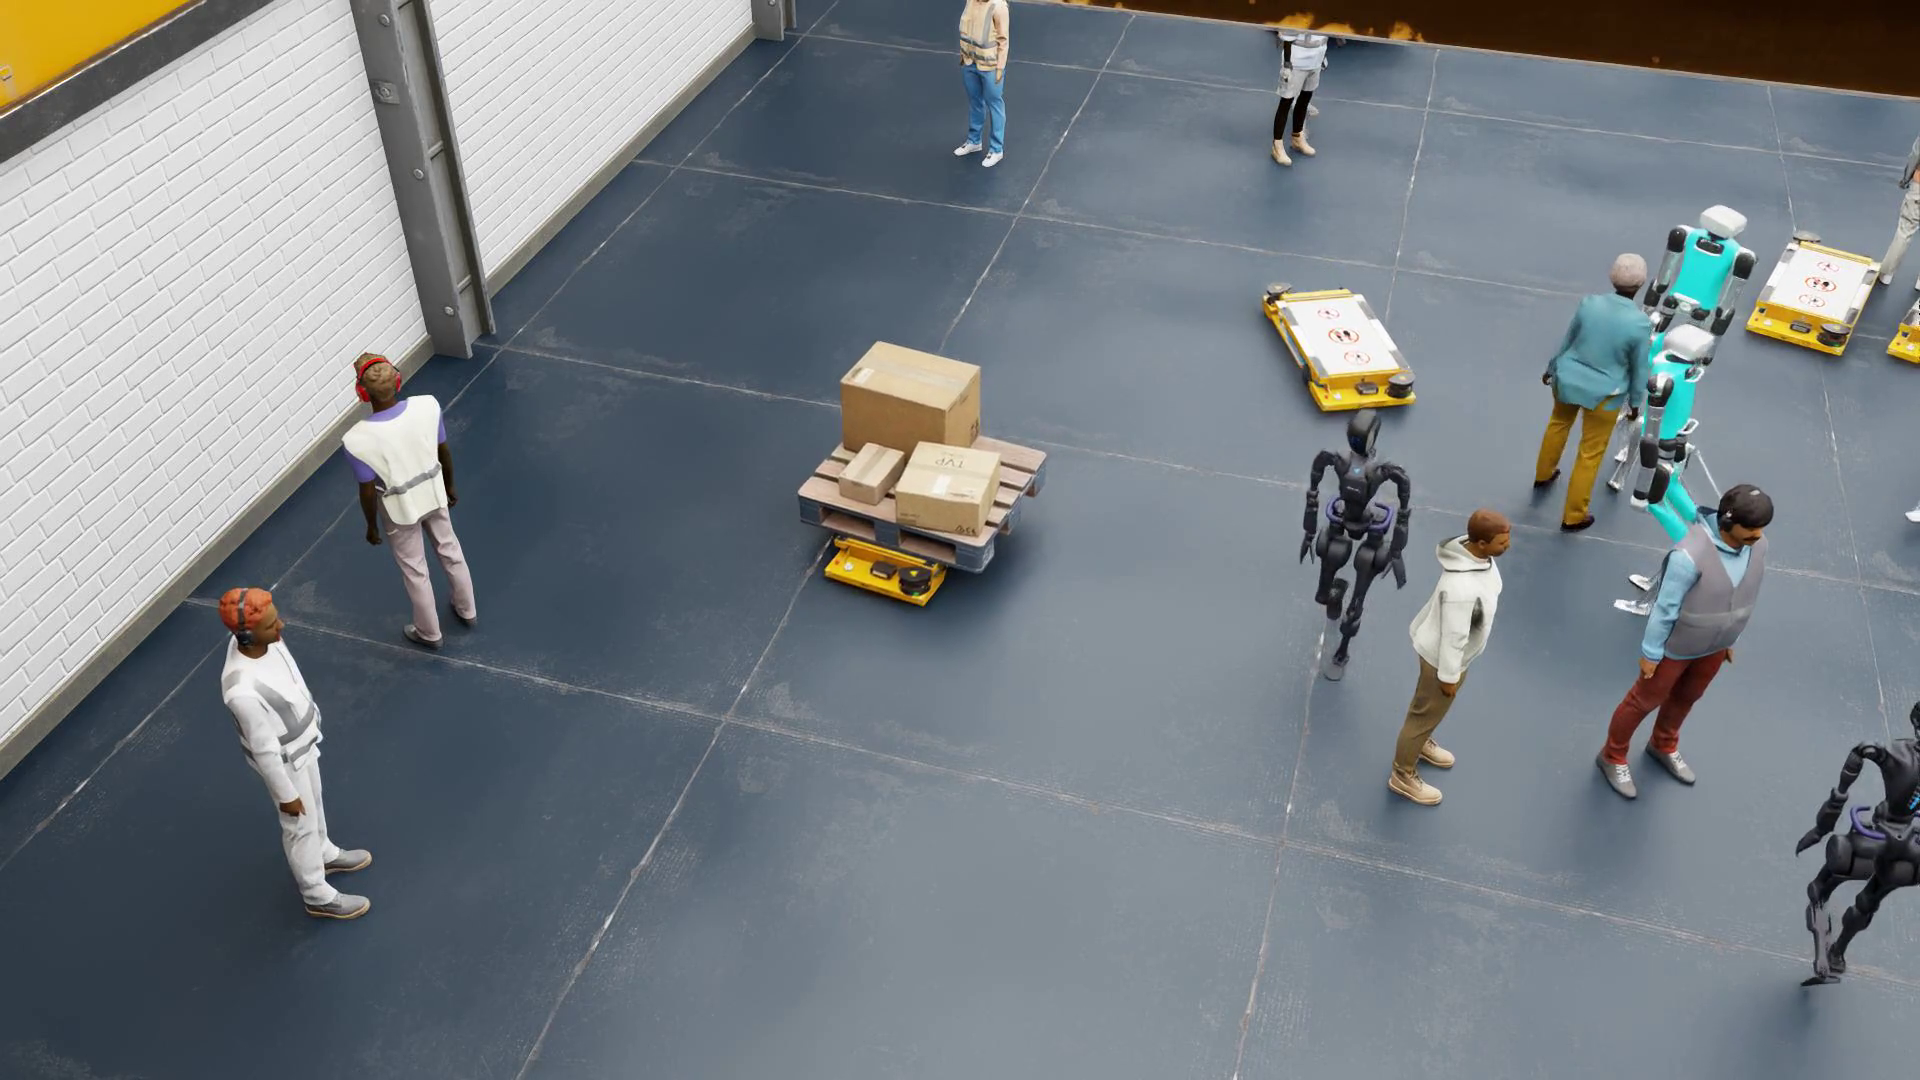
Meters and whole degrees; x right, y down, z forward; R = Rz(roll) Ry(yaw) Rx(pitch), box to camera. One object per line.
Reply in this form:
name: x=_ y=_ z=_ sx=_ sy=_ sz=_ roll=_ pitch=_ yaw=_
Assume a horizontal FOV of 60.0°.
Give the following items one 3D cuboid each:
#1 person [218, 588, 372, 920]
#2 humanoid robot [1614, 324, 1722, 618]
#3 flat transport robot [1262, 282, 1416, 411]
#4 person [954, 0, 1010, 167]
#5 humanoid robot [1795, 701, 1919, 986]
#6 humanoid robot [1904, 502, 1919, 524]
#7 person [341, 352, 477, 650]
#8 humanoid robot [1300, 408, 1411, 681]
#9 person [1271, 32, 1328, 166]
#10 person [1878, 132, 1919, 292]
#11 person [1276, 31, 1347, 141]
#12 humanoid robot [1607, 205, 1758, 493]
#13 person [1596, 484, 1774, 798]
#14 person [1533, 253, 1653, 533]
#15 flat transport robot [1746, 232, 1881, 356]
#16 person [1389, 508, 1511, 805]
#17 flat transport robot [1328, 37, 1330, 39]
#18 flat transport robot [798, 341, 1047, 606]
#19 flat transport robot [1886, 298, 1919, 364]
person: x=-3.033 y=0.960 z=7.522 sx=0.337 sy=1.882 sz=0.583 roll=-8 pitch=39 yaw=-9
humanoid robot: x=4.022 y=-0.321 z=9.200 sx=0.719 sy=1.739 sz=0.534 roll=27 pitch=46 yaw=30
flat transport robot: x=2.655 y=-1.388 z=11.731 sx=0.659 sy=0.231 sz=1.431 roll=-5 pitch=39 yaw=-7
person: x=0.213 y=-3.974 z=13.782 sx=0.488 sy=1.730 sz=0.365 roll=32 pitch=48 yaw=33
humanoid robot: x=4.010 y=1.363 z=7.186 sx=0.607 sy=1.637 sz=0.510 roll=7 pitch=39 yaw=9
humanoid robot: x=6.075 y=-0.760 z=9.792 sx=1.028 sy=1.733 sz=0.532 roll=-8 pitch=39 yaw=-10
person: x=-2.955 y=-0.184 z=8.975 sx=0.391 sy=1.846 sz=0.563 roll=29 pitch=47 yaw=31
humanoid robot: x=2.148 y=-0.032 z=8.937 sx=0.608 sy=1.639 sz=0.603 roll=16 pitch=41 yaw=19
person: x=2.852 y=-3.965 z=13.796 sx=0.533 sy=1.696 sz=0.318 roll=-26 pitch=45 yaw=-29
person: x=7.134 y=-2.591 z=12.130 sx=0.513 sy=1.640 sz=0.313 roll=17 pitch=42 yaw=20
person: x=3.021 y=-4.384 z=14.220 sx=0.607 sy=1.823 sz=0.862 roll=-12 pitch=40 yaw=-15
humanoid robot: x=4.303 y=-1.089 z=10.263 sx=0.552 sy=1.863 sz=0.863 roll=31 pitch=48 yaw=33
person: x=3.555 y=0.480 z=8.129 sx=0.540 sy=1.872 sz=0.410 roll=-12 pitch=40 yaw=-14
person: x=3.781 y=-0.903 z=9.964 sx=0.623 sy=1.726 sz=0.626 roll=28 pitch=46 yaw=30
flat transport robot: x=6.331 y=-1.831 z=12.282 sx=0.659 sy=0.231 sz=1.431 roll=23 pitch=44 yaw=25
person: x=2.372 y=0.542 z=8.143 sx=0.370 sy=1.759 sz=0.515 roll=14 pitch=41 yaw=17
flat transport robot: x=3.777 y=-5.227 z=16.506 sx=1.431 sy=0.231 sz=0.659 roll=-11 pitch=40 yaw=-14
flat transport robot: x=-0.208 y=-0.159 z=10.202 sx=0.659 sy=0.231 sz=1.431 roll=16 pitch=42 yaw=19
flat transport robot: x=7.248 y=-1.590 z=11.982 sx=0.659 sy=0.231 sz=1.431 roll=27 pitch=46 yaw=30
